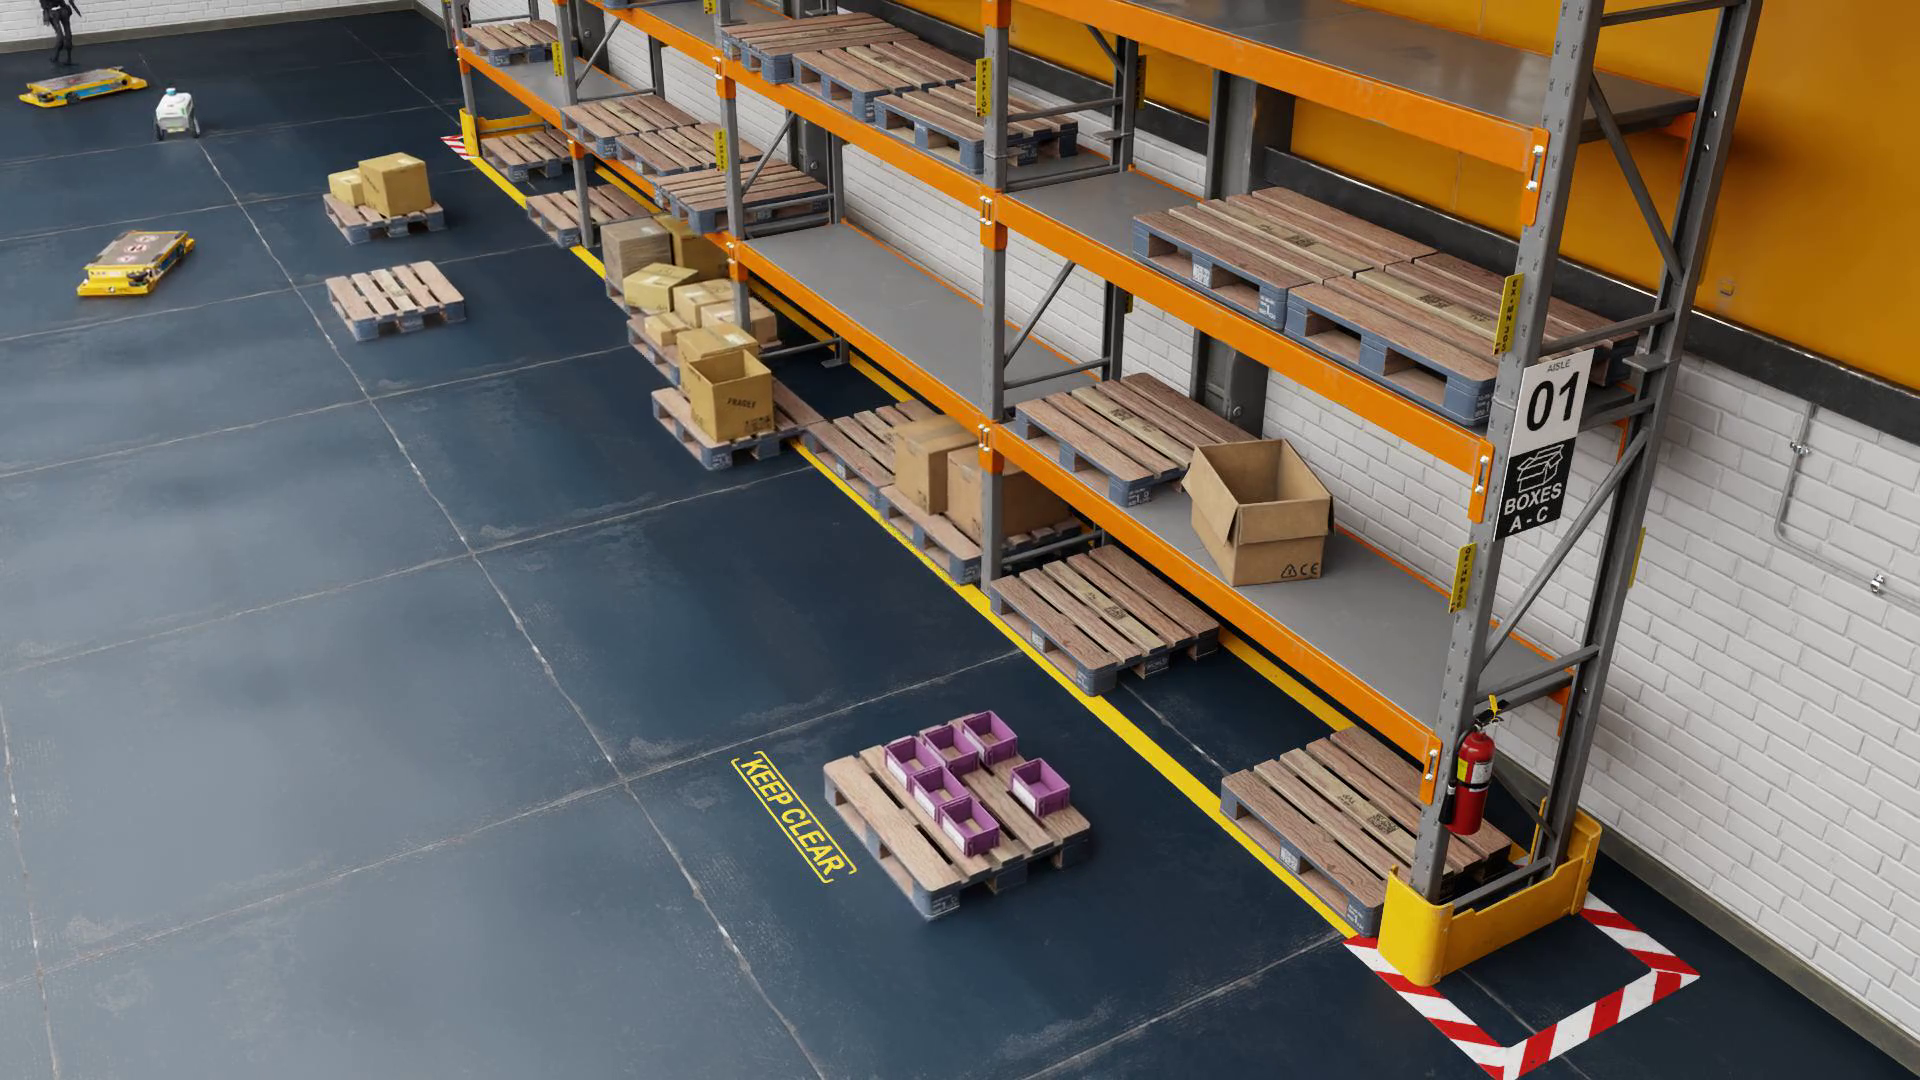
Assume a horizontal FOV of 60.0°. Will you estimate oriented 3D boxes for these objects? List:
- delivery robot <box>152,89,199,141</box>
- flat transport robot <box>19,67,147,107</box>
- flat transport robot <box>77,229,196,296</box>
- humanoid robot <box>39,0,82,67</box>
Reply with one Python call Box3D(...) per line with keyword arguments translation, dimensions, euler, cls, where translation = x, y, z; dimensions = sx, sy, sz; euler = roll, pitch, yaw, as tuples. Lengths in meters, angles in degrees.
Box3D(translation=(-9.767, -5.305, 20.714), dimensions=(0.499, 0.602, 0.795), euler=(-8, 30, -13), cls="delivery robot")
Box3D(translation=(-11.810, -6.095, 22.391), dimensions=(0.659, 0.231, 1.431), euler=(20, 35, 32), cls="flat transport robot")
Box3D(translation=(-8.168, -2.766, 16.515), dimensions=(0.659, 0.231, 1.431), euler=(-2, 30, -4), cls="flat transport robot")
Box3D(translation=(-12.782, -7.540, 23.524), dimensions=(0.384, 1.648, 0.586), euler=(10, 31, 17), cls="humanoid robot")
